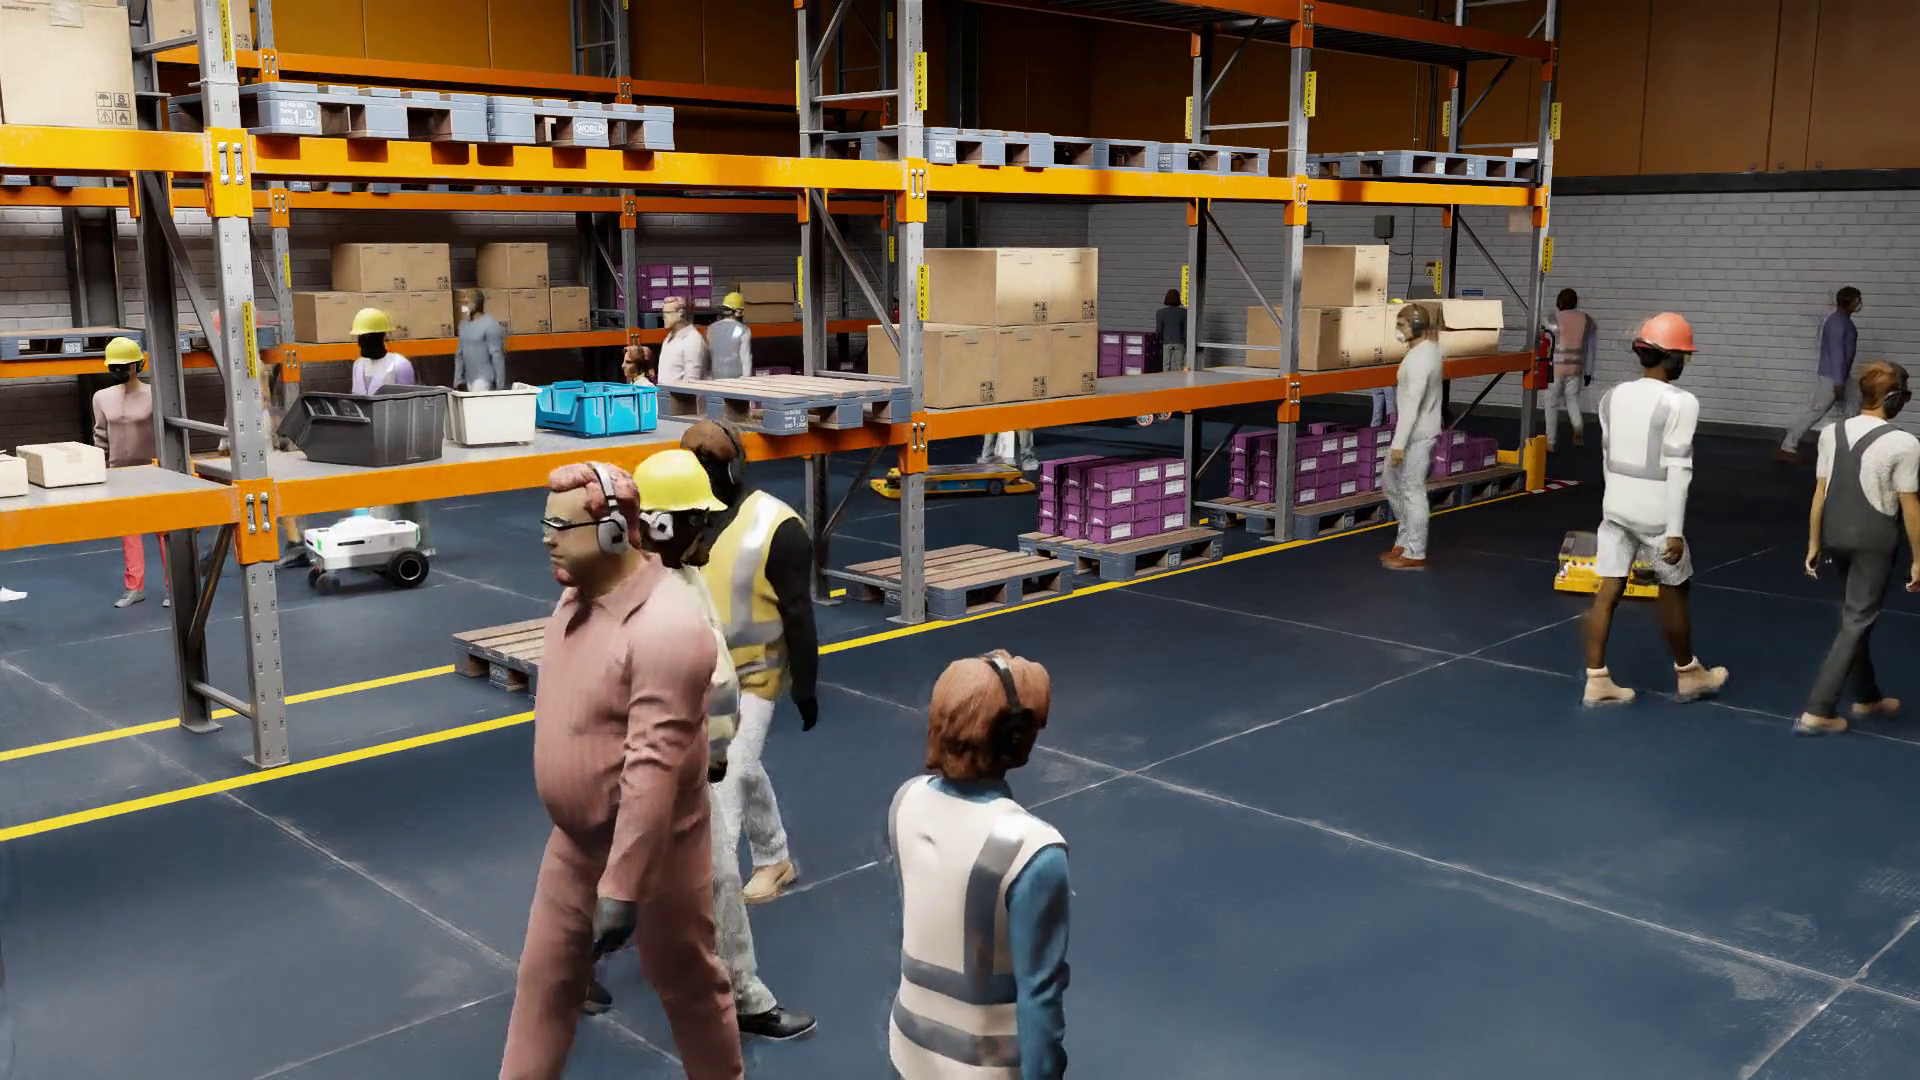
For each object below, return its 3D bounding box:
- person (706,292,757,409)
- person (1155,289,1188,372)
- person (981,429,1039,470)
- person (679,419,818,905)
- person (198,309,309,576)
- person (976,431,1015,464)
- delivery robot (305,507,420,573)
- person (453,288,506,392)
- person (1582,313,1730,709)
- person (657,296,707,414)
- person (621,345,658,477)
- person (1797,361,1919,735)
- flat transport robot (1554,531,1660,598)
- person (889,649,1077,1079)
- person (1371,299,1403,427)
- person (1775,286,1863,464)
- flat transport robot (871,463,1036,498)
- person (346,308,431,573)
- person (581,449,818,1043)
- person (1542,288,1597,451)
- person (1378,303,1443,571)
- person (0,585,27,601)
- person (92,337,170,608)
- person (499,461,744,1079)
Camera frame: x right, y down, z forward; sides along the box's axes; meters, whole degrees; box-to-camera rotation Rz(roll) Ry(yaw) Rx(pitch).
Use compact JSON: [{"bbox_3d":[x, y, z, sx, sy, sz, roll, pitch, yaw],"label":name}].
[{"bbox_3d":[-2.345,-1.710,17.631,0.597,1.803,0.791,6,12,28],"label":"person"},{"bbox_3d":[3.069,-2.810,24.075,0.501,1.633,0.284,-1,10,-5],"label":"person"},{"bbox_3d":[0.568,-1.549,17.012,0.784,1.692,0.555,-4,11,-21],"label":"person"},{"bbox_3d":[-0.835,0.483,5.692,0.646,1.791,0.979,6,12,28],"label":"person"},{"bbox_3d":[-5.152,-0.687,11.798,0.960,1.884,0.571,-6,12,-28],"label":"person"},{"bbox_3d":[0.397,-1.703,17.361,0.343,1.882,0.584,-3,11,-14],"label":"person"},{"bbox_3d":[-4.083,0.013,11.371,0.707,0.478,0.477,-7,12,-34],"label":"delivery robot"},{"bbox_3d":[-4.851,-1.616,16.913,0.641,1.896,1.042,10,14,44],"label":"person"},{"bbox_3d":[3.596,-0.142,8.500,0.953,2.004,0.641,-5,11,-24],"label":"person"},{"bbox_3d":[-2.503,-1.133,14.256,0.878,1.872,0.673,-7,12,-32],"label":"person"},{"bbox_3d":[-2.252,-0.557,11.767,0.308,1.644,0.514,-6,12,-29],"label":"person"},{"bbox_3d":[4.396,0.044,8.037,0.799,1.814,0.532,-4,11,-22],"label":"person"},{"bbox_3d":[4.558,0.151,11.649,0.652,0.197,1.431,4,11,23],"label":"flat transport robot"},{"bbox_3d":[0.061,1.013,3.231,0.395,1.621,0.545,-8,13,-36],"label":"person"},{"bbox_3d":[4.379,-1.560,16.901,0.310,1.768,0.533,-5,12,-27],"label":"person"},{"bbox_3d":[9.088,-1.691,17.281,1.034,1.893,0.642,8,13,36],"label":"person"},{"bbox_3d":[-0.066,-0.566,15.561,1.431,0.197,0.652,-3,11,-16],"label":"flat transport robot"},{"bbox_3d":[-4.213,-0.709,11.943,0.616,1.879,0.971,8,13,36],"label":"person"},{"bbox_3d":[-0.907,0.616,4.976,0.885,1.793,0.606,1,10,3],"label":"person"},{"bbox_3d":[6.699,-1.869,18.434,0.631,1.830,0.529,0,10,0],"label":"person"},{"bbox_3d":[3.175,-0.724,11.889,0.519,1.927,0.662,3,11,18],"label":"person"},{"bbox_3d":[-6.510,-0.482,10.687,0.697,1.893,0.624,-10,14,-44],"label":"person"},{"bbox_3d":[-5.320,-0.426,10.744,0.521,1.763,0.334,0,10,-1],"label":"person"},{"bbox_3d":[-0.918,0.755,4.009,0.925,1.870,0.647,-9,14,-40],"label":"person"}]
